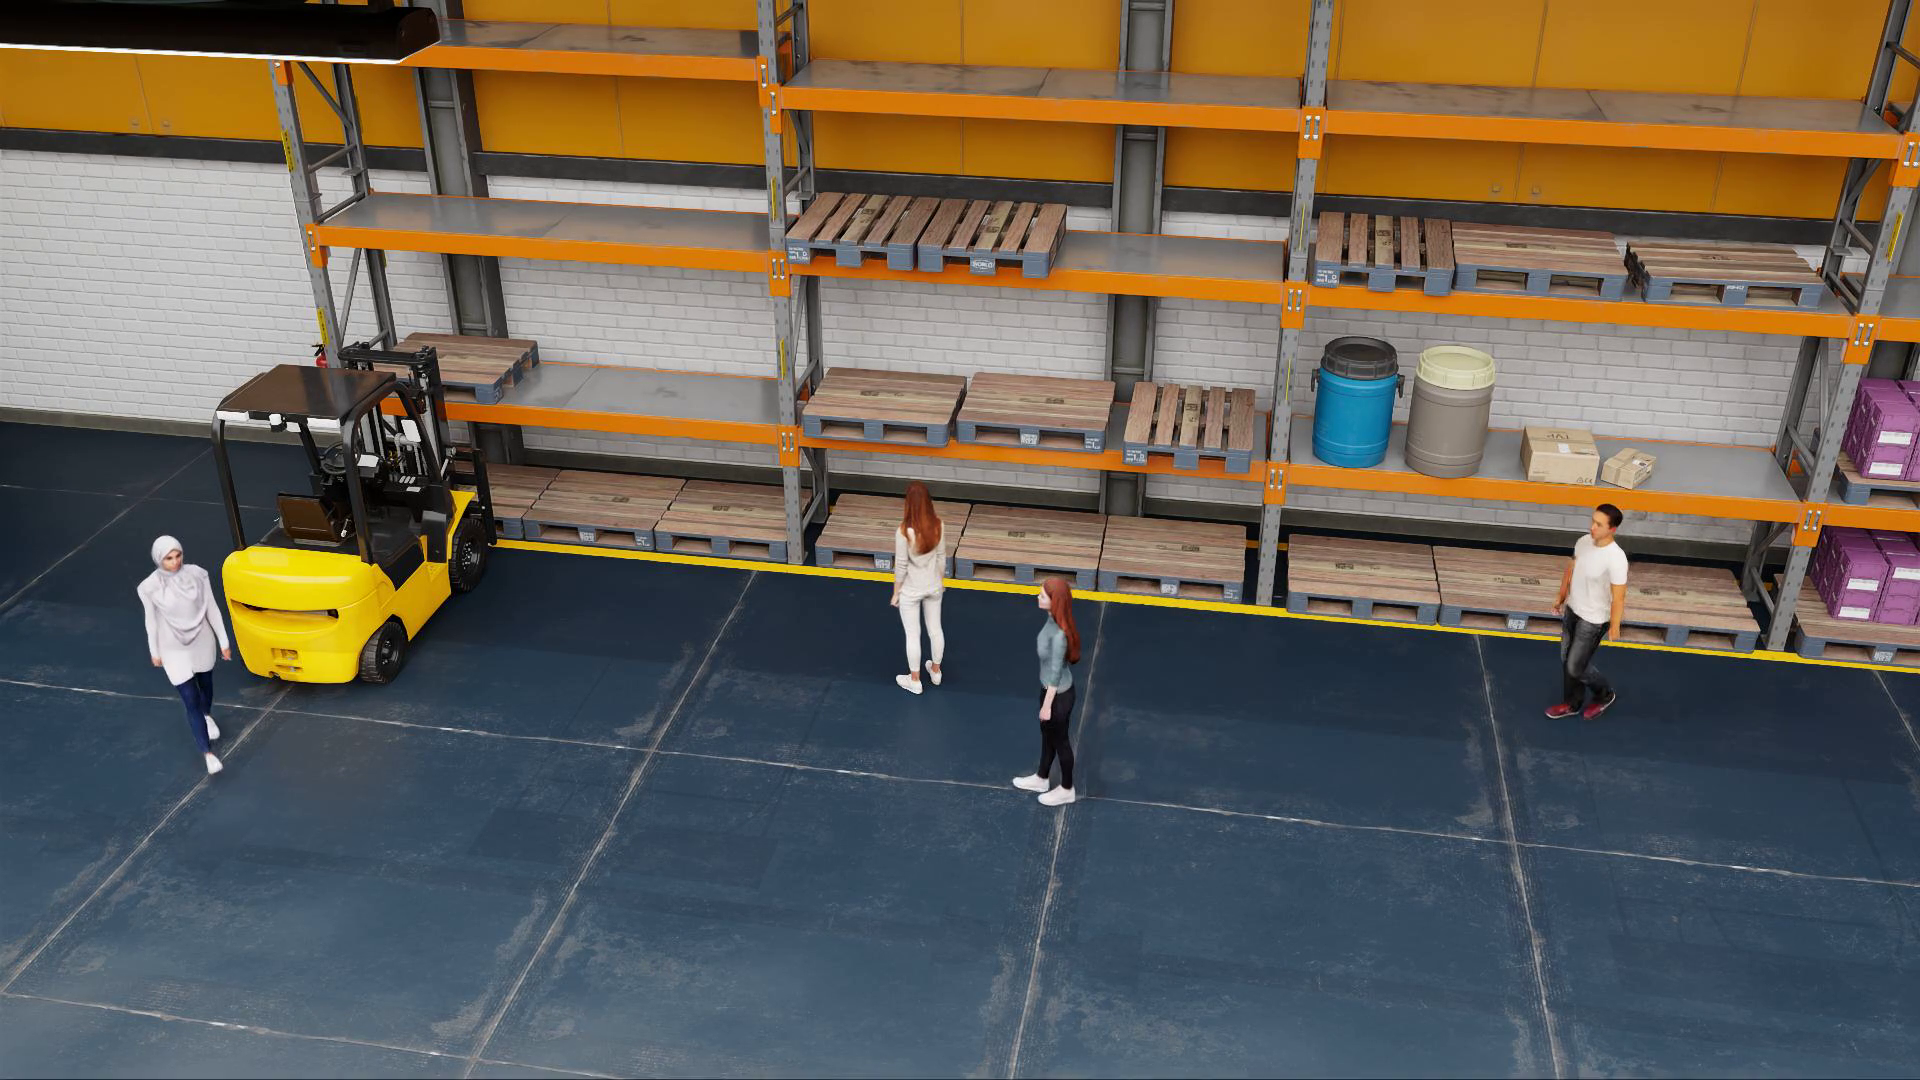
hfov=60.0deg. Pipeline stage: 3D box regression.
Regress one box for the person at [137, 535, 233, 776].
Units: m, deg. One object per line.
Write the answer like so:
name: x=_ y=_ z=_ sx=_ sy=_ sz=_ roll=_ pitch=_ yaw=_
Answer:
person: x=-5.404 y=0.725 z=11.631 sx=1.105 sy=1.729 sz=1.183 roll=-19 pitch=34 yaw=-30

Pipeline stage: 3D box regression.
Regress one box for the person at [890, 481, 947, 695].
person: x=-0.292 y=0.350 z=12.335 sx=0.681 sy=1.711 sz=0.755 roll=-16 pitch=32 yaw=-27

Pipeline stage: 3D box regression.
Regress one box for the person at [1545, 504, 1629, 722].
person: x=4.602 y=0.529 z=11.929 sx=0.841 sy=1.787 sz=0.800 roll=-6 pitch=29 yaw=-11

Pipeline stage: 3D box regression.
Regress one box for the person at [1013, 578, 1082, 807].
person: x=0.663 y=1.016 z=11.080 sx=0.686 sy=1.745 sz=0.621 roll=1 pitch=29 yaw=2
